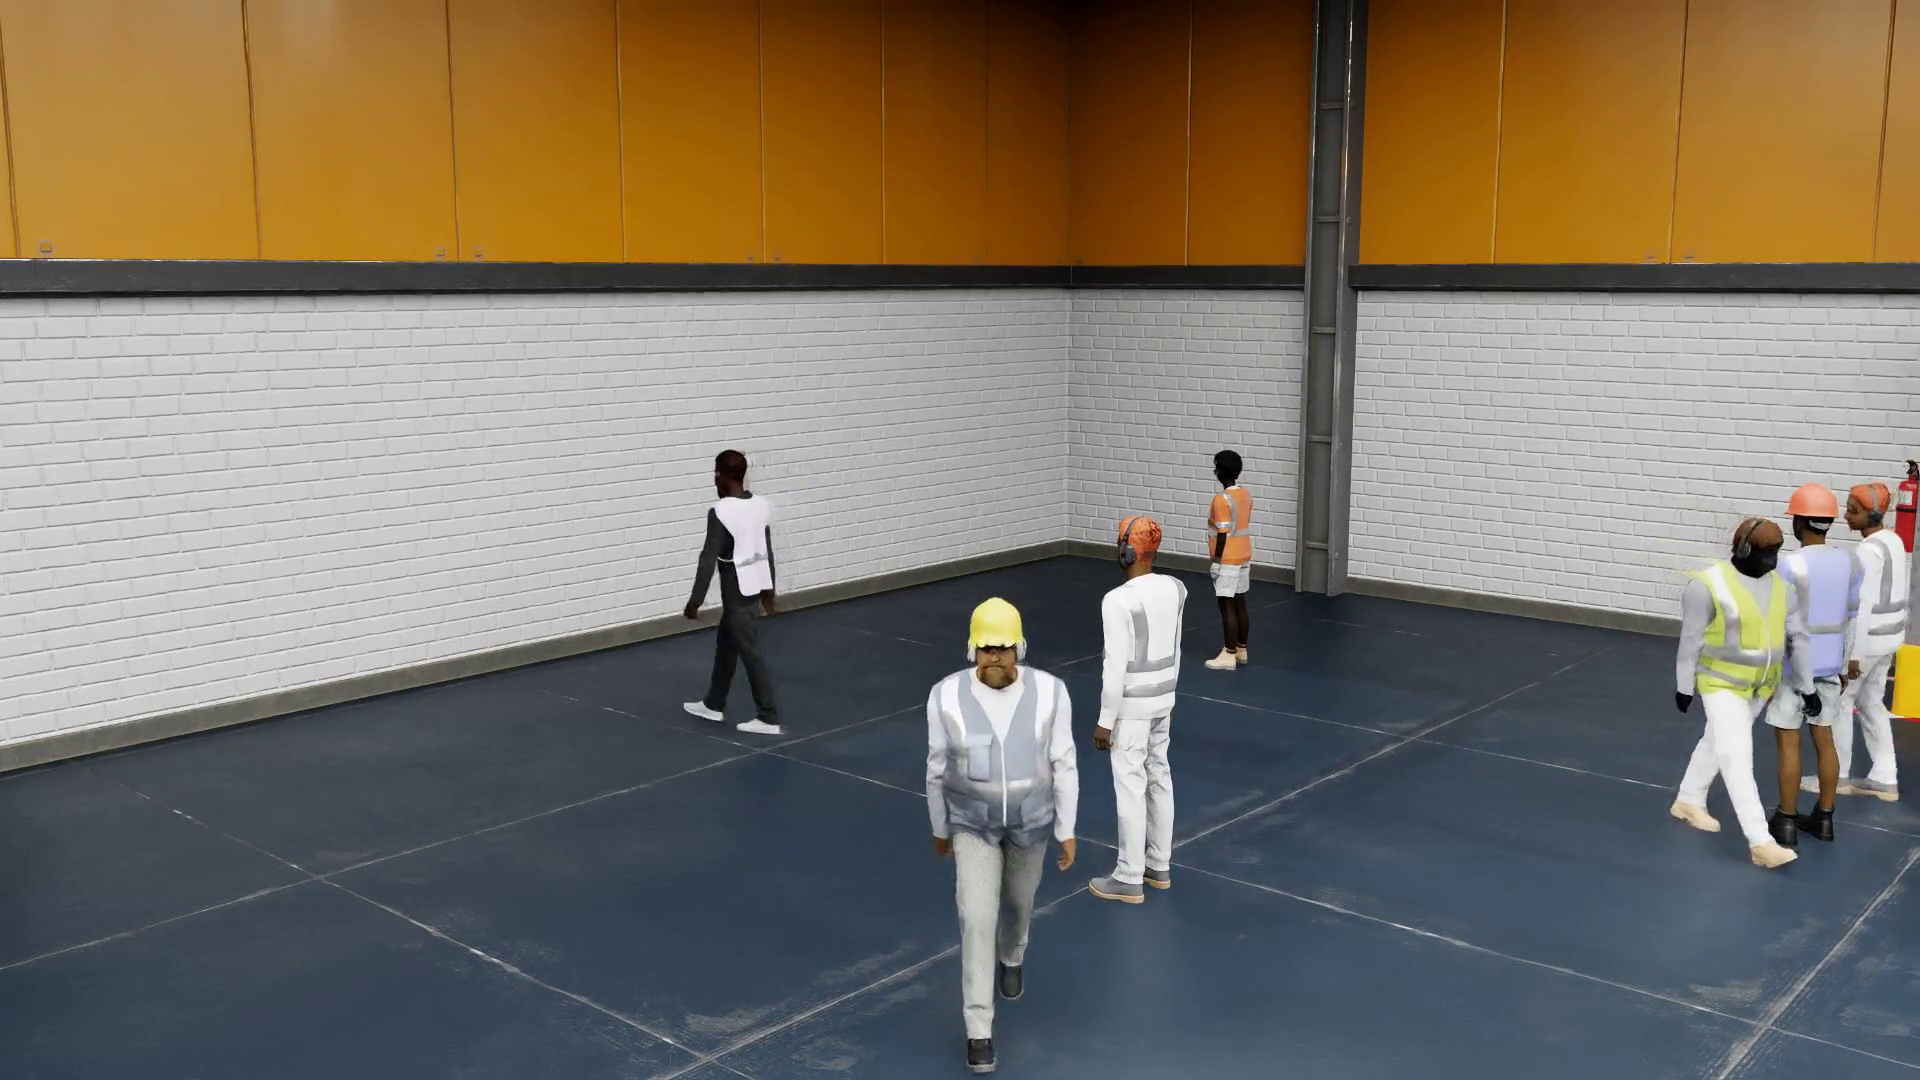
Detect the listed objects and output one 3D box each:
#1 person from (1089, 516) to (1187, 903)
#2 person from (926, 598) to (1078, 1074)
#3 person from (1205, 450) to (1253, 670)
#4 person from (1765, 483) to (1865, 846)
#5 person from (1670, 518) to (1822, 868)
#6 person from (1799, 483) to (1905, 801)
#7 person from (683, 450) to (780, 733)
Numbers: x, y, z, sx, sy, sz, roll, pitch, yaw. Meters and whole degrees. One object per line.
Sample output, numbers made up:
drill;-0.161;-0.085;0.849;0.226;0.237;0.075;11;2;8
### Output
person;0.861;0.817;8.084;0.356;1.883;0.574;8;12;41
person;0.165;1.093;6.661;0.595;1.794;0.922;-1;9;-4
person;2.075;0.150;12.840;0.319;1.698;0.539;6;11;32
person;4.501;0.661;8.894;0.552;1.935;0.373;-2;9;-14
person;4.122;0.764;8.764;0.637;1.787;0.999;-3;9;-17
person;5.174;0.580;9.600;0.478;1.858;0.634;9;13;44
person;-1.575;0.345;11.066;0.899;1.880;0.598;3;10;20
